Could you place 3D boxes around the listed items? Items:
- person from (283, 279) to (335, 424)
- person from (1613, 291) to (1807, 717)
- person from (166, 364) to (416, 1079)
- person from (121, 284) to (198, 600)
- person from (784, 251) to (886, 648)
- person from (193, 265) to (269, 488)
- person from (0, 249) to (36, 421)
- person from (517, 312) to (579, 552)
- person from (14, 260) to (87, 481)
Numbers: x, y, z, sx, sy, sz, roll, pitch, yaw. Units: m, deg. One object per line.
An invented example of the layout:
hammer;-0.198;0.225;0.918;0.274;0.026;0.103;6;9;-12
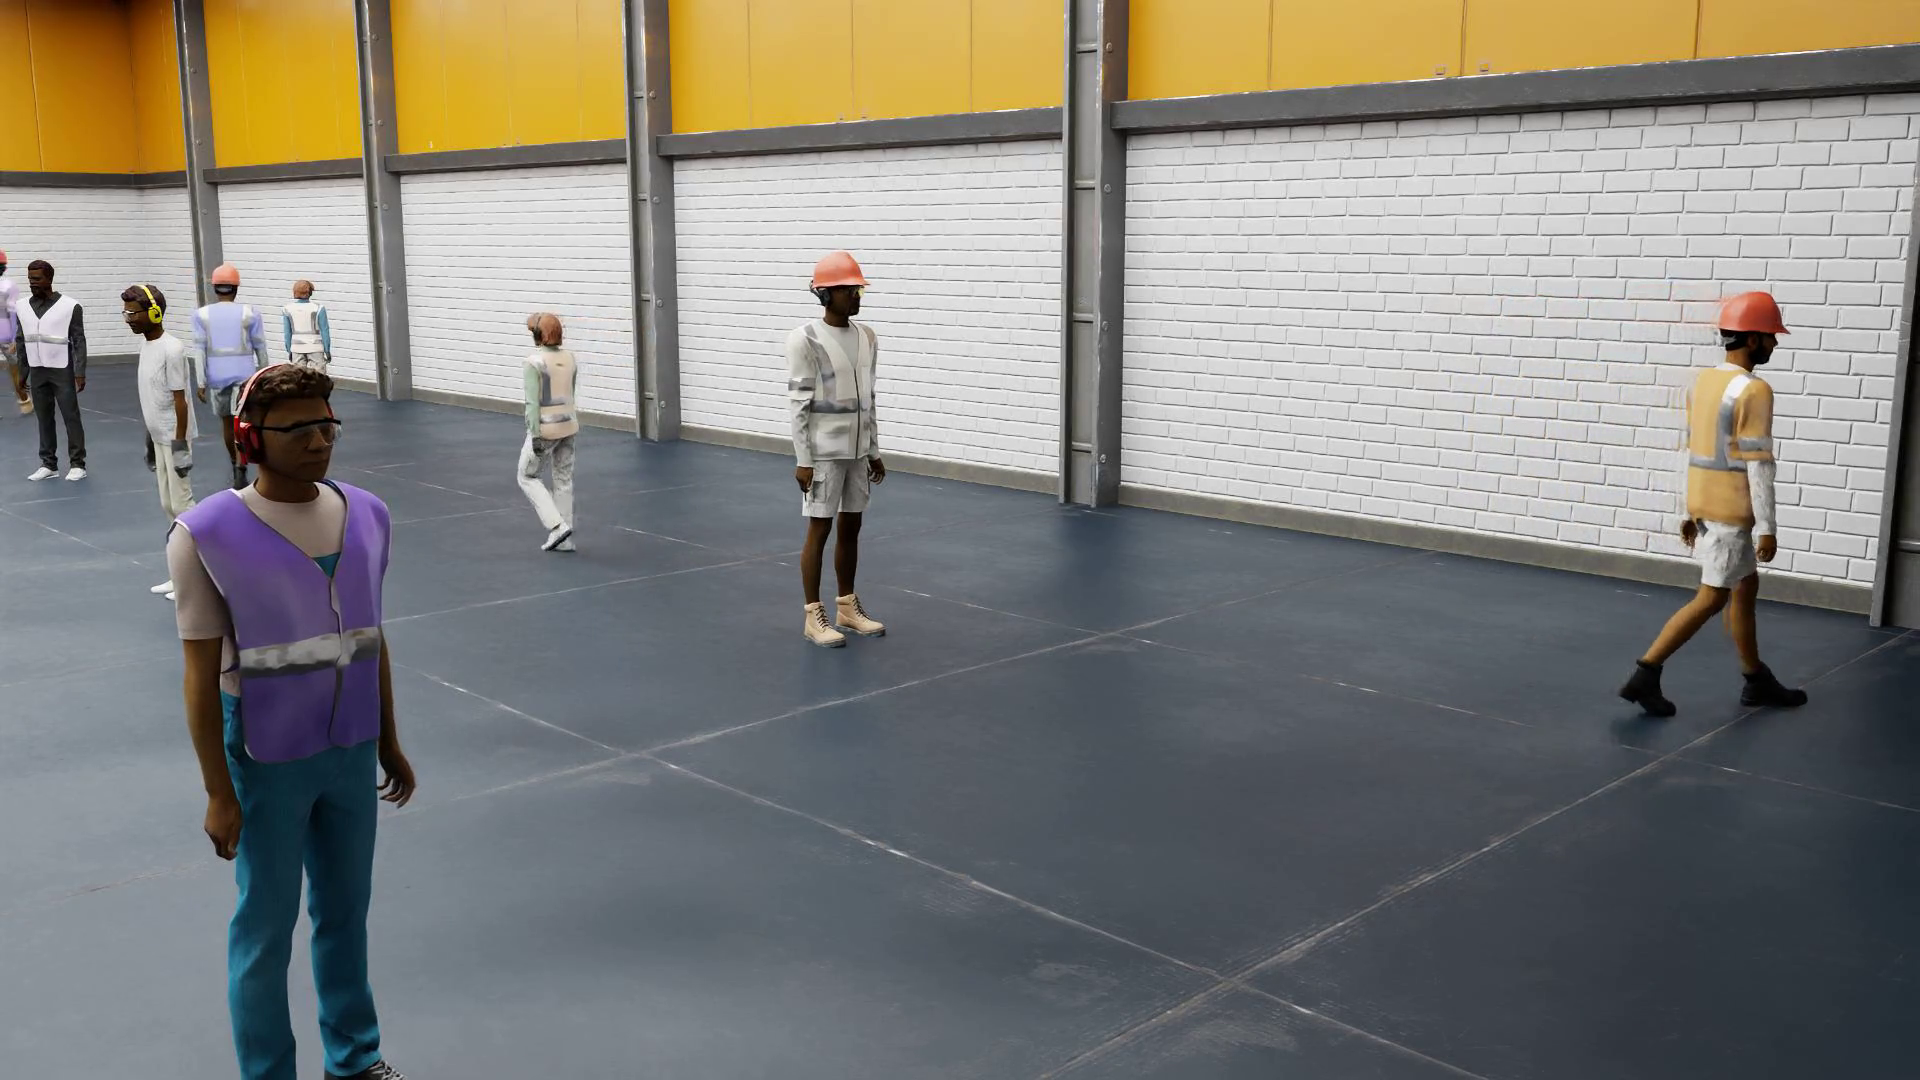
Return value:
person;-7.320;-2.098;18.685;0.513;1.639;0.307;0;10;0
person;3.375;-0.151;7.369;0.946;1.901;0.557;0;10;-2
person;-1.541;0.509;3.897;0.390;1.846;0.564;5;12;27
person;-4.657;-0.567;9.765;0.370;1.853;0.490;-9;14;-42
person;-0.627;-0.473;8.705;0.367;2.048;0.609;9;13;39
person;-6.212;-1.399;14.223;0.565;1.881;1.012;-3;11;-15
person;-11.138;-2.382;19.286;0.610;1.989;1.068;-1;10;-5
person;-2.752;-0.708;11.144;0.367;1.628;0.519;6;12;31
person;-7.921;-1.475;14.518;0.596;1.918;0.380;0;10;2
